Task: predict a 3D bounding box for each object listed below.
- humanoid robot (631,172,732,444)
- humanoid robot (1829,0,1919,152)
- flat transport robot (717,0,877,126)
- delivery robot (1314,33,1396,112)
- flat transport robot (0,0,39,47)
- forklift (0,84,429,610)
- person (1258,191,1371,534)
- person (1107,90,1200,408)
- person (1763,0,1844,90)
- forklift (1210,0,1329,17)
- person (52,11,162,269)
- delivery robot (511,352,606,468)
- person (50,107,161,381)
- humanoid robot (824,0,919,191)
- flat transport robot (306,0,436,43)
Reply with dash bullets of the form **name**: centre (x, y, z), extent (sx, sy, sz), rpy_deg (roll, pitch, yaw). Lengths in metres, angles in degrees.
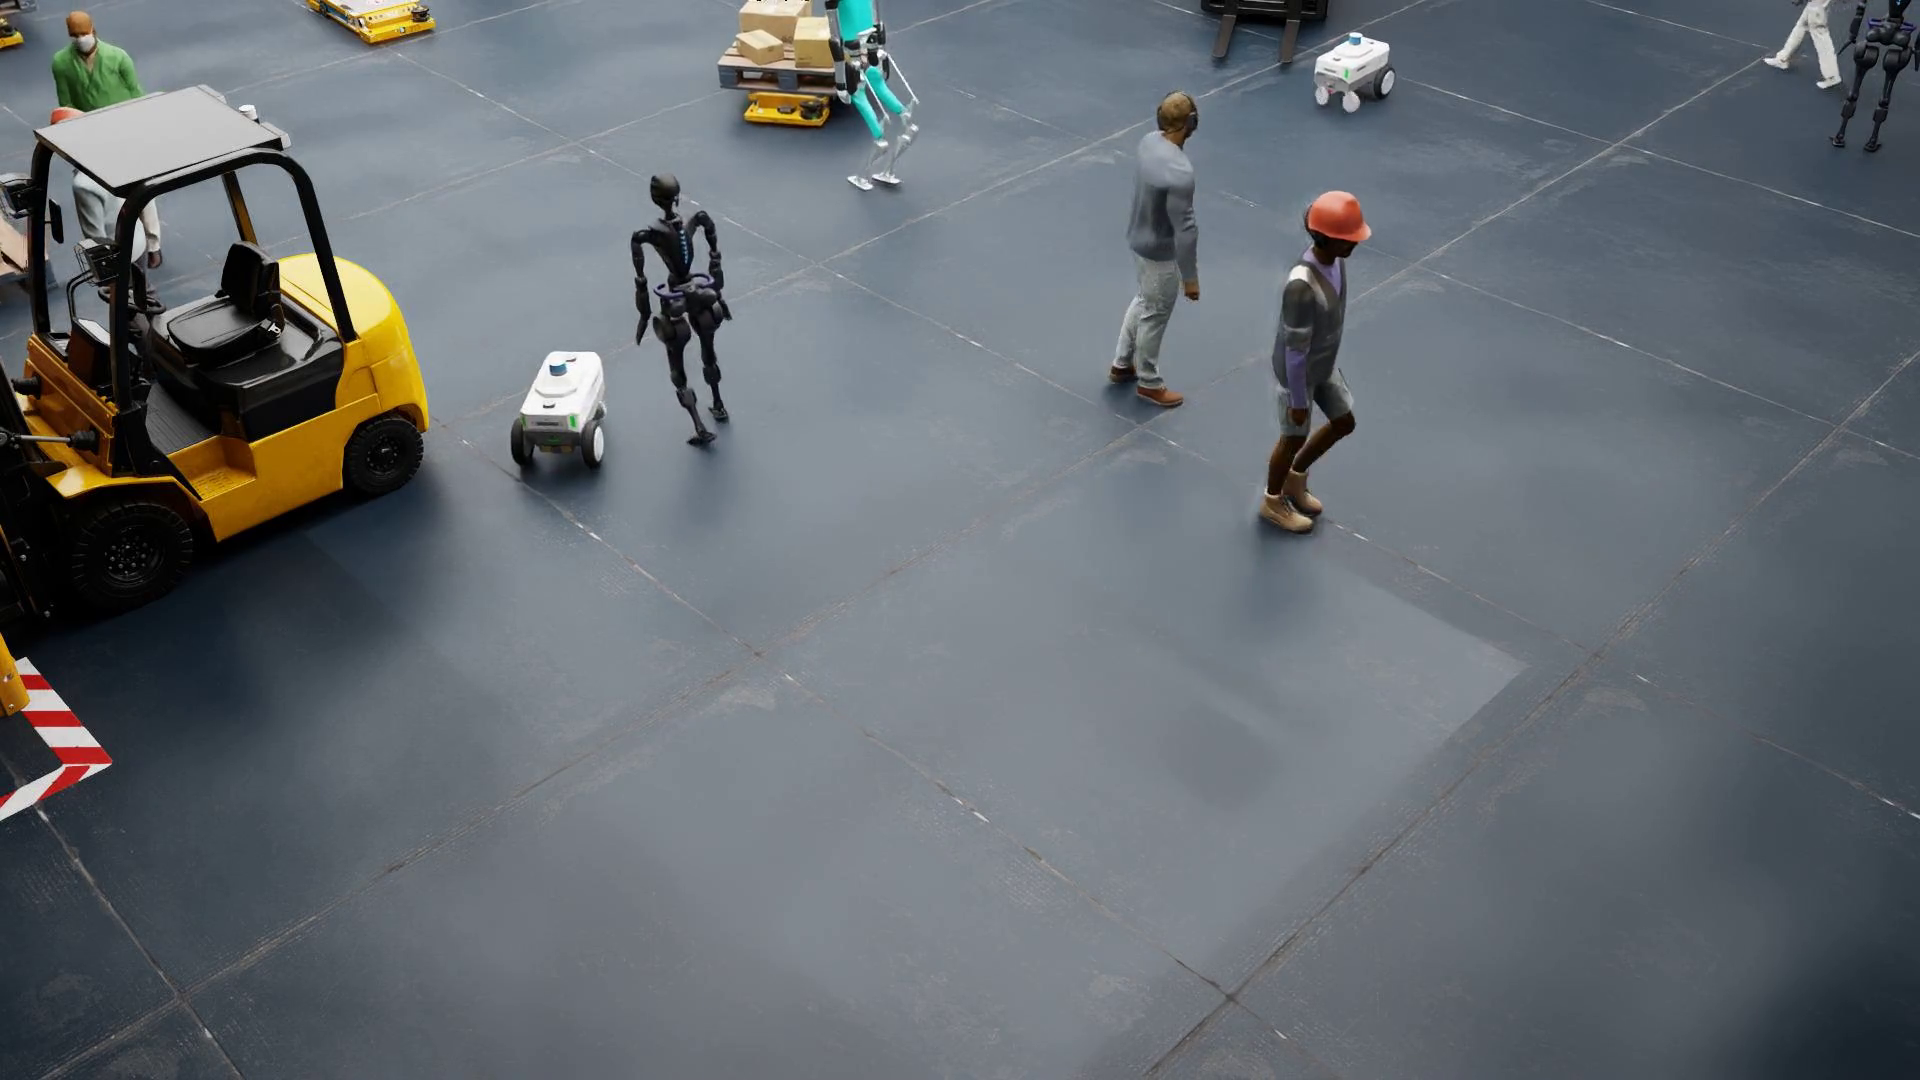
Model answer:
- **humanoid robot**: centre (-1.571, -1.326, 9.620), extent (0.592, 1.663, 0.427), rpy_deg (-23, 43, -28)
- **humanoid robot**: centre (7.237, -3.896, 13.023), extent (0.599, 1.657, 0.315), rpy_deg (17, 40, 22)
- **flat transport robot**: centre (-1.329, -3.907, 14.227), extent (0.659, 0.231, 1.431), rpy_deg (6, 37, 8)
- **delivery robot**: centre (3.348, -3.999, 14.116), extent (0.528, 0.601, 0.773), rpy_deg (29, 45, 33)
- **flat transport robot**: centre (-9.274, -4.820, 15.448), extent (0.659, 0.231, 1.431), rpy_deg (-26, 44, -30)
- **forklift**: centre (-4.145, -1.093, 8.856), extent (2.313, 2.155, 1.214), rpy_deg (-31, 47, -34)
- **person**: centre (1.869, -0.891, 8.726), extent (0.479, 2.022, 0.624), rpy_deg (20, 41, 25)
- **person**: centre (1.170, -1.688, 9.888), extent (0.441, 1.922, 0.809), rpy_deg (-6, 37, -8)
- **person**: centre (7.379, -4.668, 14.138), extent (0.526, 1.600, 0.848), rpy_deg (-18, 40, -23)
- **forklift**: centre (3.106, -6.400, 15.960), extent (1.214, 2.155, 2.313), rpy_deg (8, 37, 10)
- **person**: centre (-5.882, -2.835, 11.555), extent (0.544, 1.753, 0.811), rpy_deg (-9, 38, -12)
- **delivery robot**: centre (-2.350, -0.800, 9.817), extent (0.518, 0.580, 0.739), rpy_deg (2, 37, 2)
- **person**: centre (-5.185, -1.808, 10.190), extent (0.350, 1.737, 0.572), rpy_deg (-2, 37, -3)
- **humanoid robot**: centre (-0.601, -3.411, 12.297), extent (0.725, 1.746, 0.530), rpy_deg (28, 45, 32)
- **flat transport robot**: centre (-5.606, -5.049, 15.756), extent (0.659, 0.231, 1.431), rpy_deg (-27, 45, -31)
